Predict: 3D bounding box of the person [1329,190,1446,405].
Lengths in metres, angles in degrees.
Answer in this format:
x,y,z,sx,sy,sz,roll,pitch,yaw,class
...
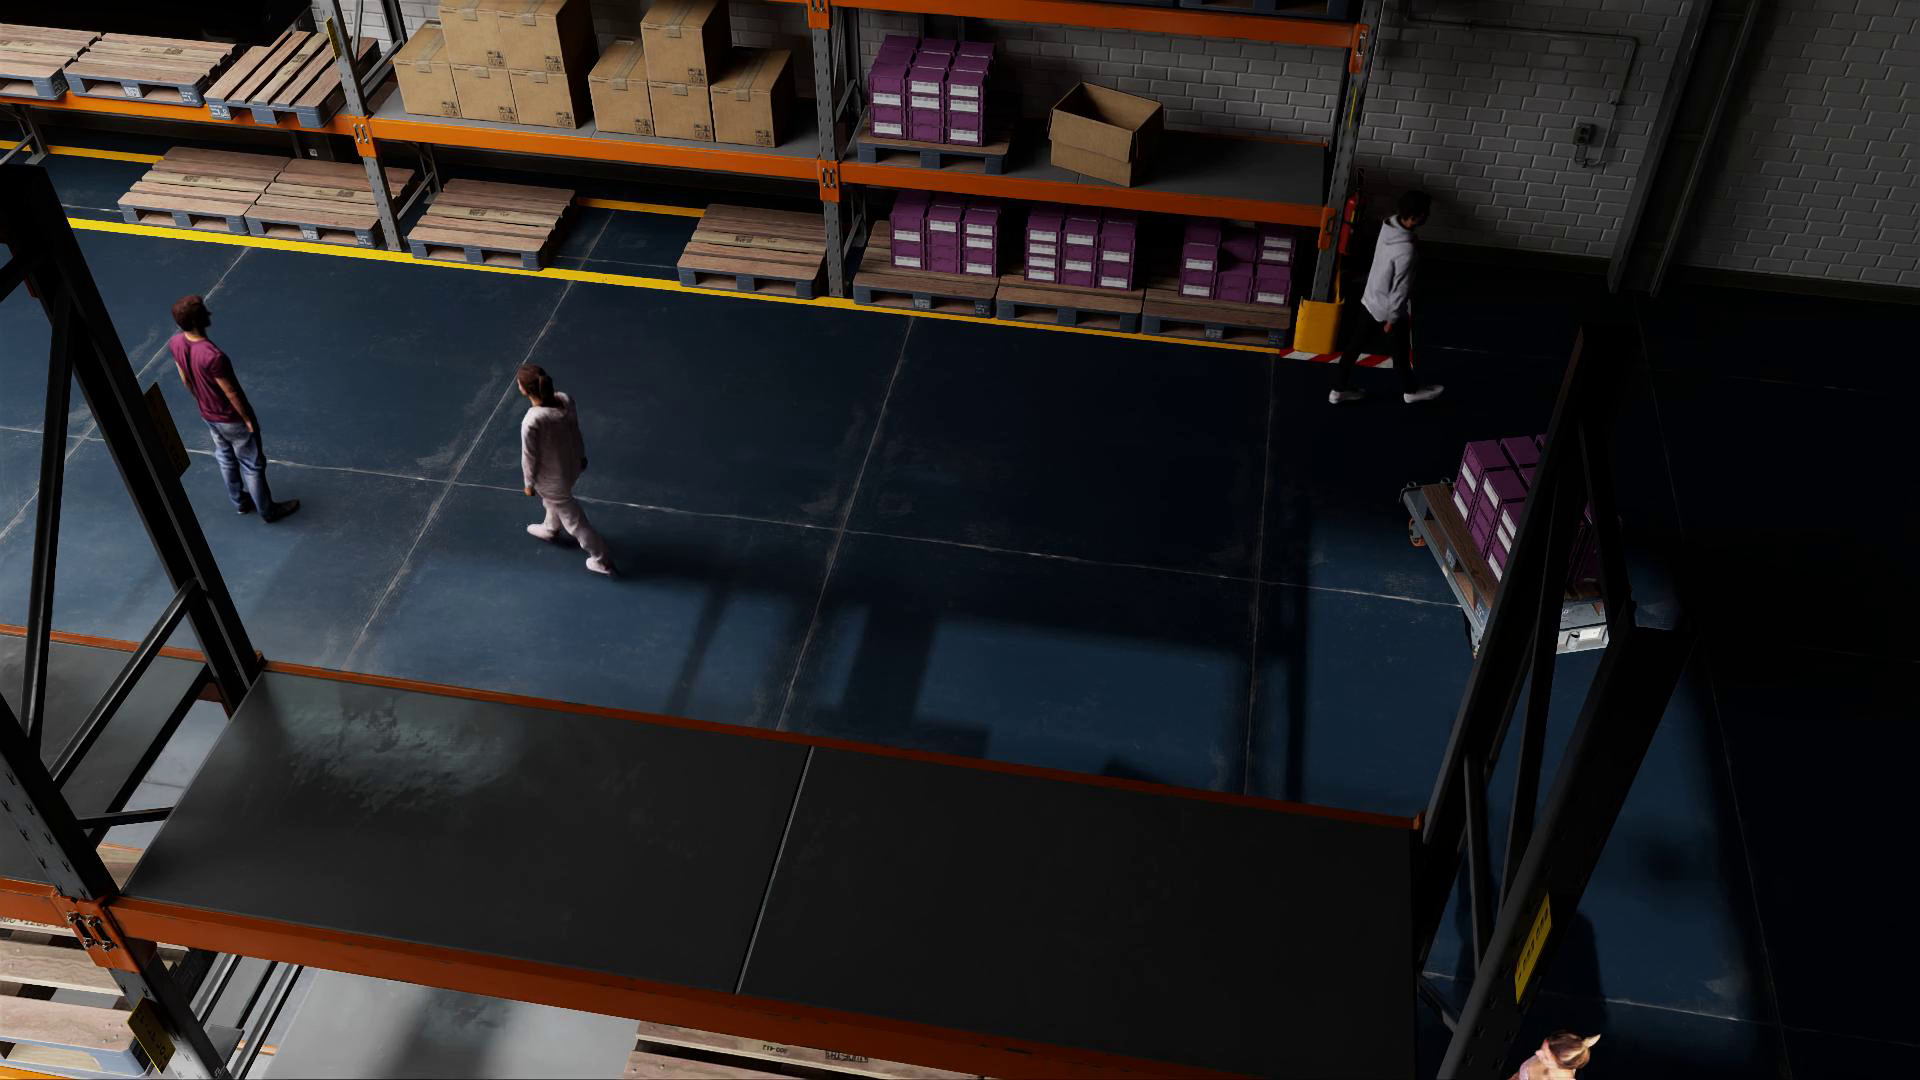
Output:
x,y,z,sx,sy,sz,roll,pitch,yaw,class
3.105,-1.770,12.490,1.197,1.889,0.936,-7,44,-8,person

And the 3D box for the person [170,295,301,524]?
x,y,z,sx,sy,sz,roll,pitch,yaw,class
-5.137,-0.905,11.611,0.593,1.850,0.781,21,47,20,person

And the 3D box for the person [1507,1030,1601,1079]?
x,y,z,sx,sy,sz,roll,pitch,yaw,class
2.831,2.798,7.898,1.063,1.609,0.644,11,45,11,person

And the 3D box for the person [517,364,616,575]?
x,y,z,sx,sy,sz,roll,pitch,yaw,class
-2.659,-0.430,11.257,1.116,1.651,0.834,19,47,19,person
